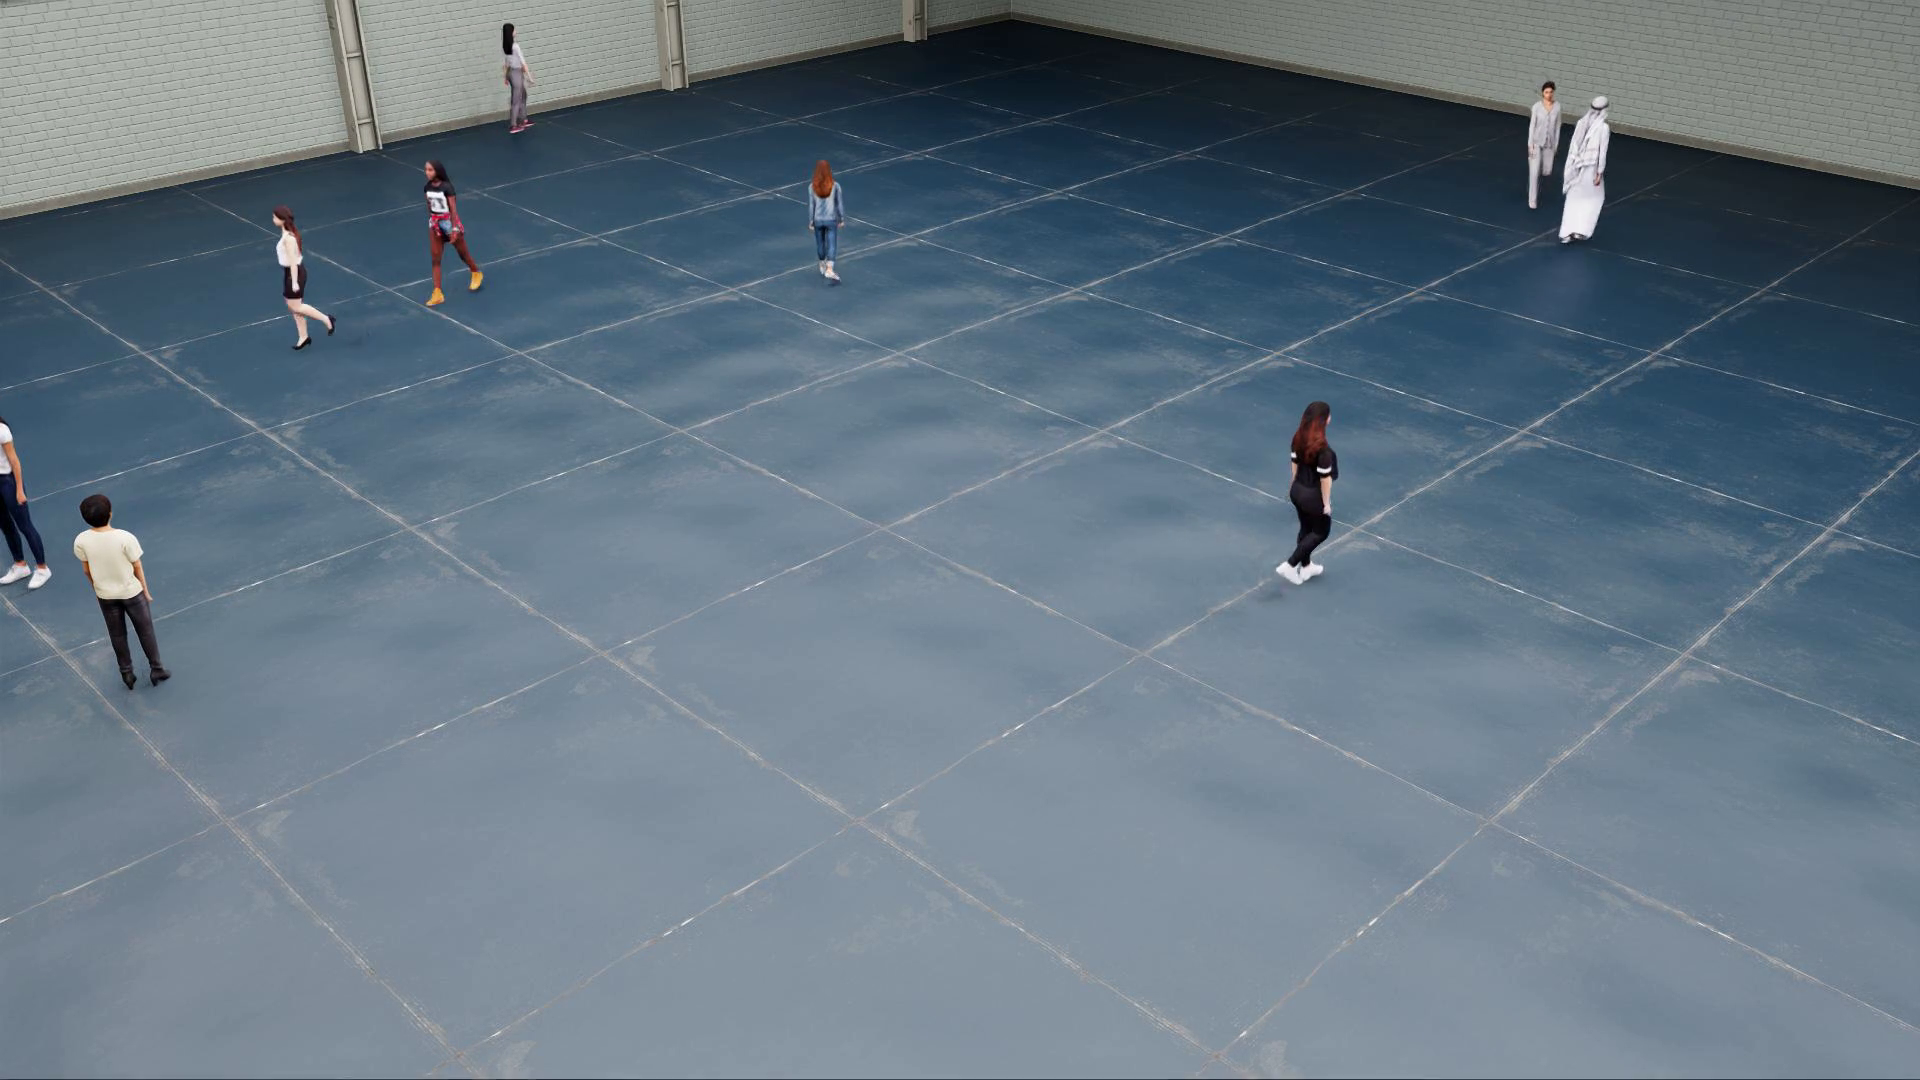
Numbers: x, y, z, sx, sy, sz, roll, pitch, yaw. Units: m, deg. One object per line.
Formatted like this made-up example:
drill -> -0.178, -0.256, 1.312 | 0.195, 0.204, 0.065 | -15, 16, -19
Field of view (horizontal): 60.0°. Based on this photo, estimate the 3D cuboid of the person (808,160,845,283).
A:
person -> -1.672, -3.905, 20.495 | 0.894, 1.447, 0.946 | 0, 28, 1

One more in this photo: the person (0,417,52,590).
person -> -7.848, -0.439, 13.640 | 0.673, 1.773, 0.681 | 7, 29, 14

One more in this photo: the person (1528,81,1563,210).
person -> 8.113, -5.543, 23.238 | 0.838, 1.759, 0.911 | 0, 28, 0

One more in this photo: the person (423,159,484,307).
person -> -6.070, -3.699, 19.854 | 0.982, 1.686, 1.266 | 9, 29, 16

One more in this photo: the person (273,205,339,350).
person -> -7.266, -2.888, 18.383 | 0.843, 1.637, 0.718 | -12, 30, -22

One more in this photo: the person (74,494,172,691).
person -> -6.201, 0.386, 12.287 | 0.605, 1.587, 0.714 | -5, 28, -9

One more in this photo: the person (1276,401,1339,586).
person -> 2.838, -0.351, 13.626 | 0.866, 1.631, 0.759 | -14, 31, -24

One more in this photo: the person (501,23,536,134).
person -> -7.246, -7.428, 26.823 | 0.608, 1.716, 0.737 | 25, 37, 38

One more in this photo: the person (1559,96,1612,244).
person -> 8.088, -4.794, 21.674 | 0.760, 1.908, 0.733 | -25, 37, -38
